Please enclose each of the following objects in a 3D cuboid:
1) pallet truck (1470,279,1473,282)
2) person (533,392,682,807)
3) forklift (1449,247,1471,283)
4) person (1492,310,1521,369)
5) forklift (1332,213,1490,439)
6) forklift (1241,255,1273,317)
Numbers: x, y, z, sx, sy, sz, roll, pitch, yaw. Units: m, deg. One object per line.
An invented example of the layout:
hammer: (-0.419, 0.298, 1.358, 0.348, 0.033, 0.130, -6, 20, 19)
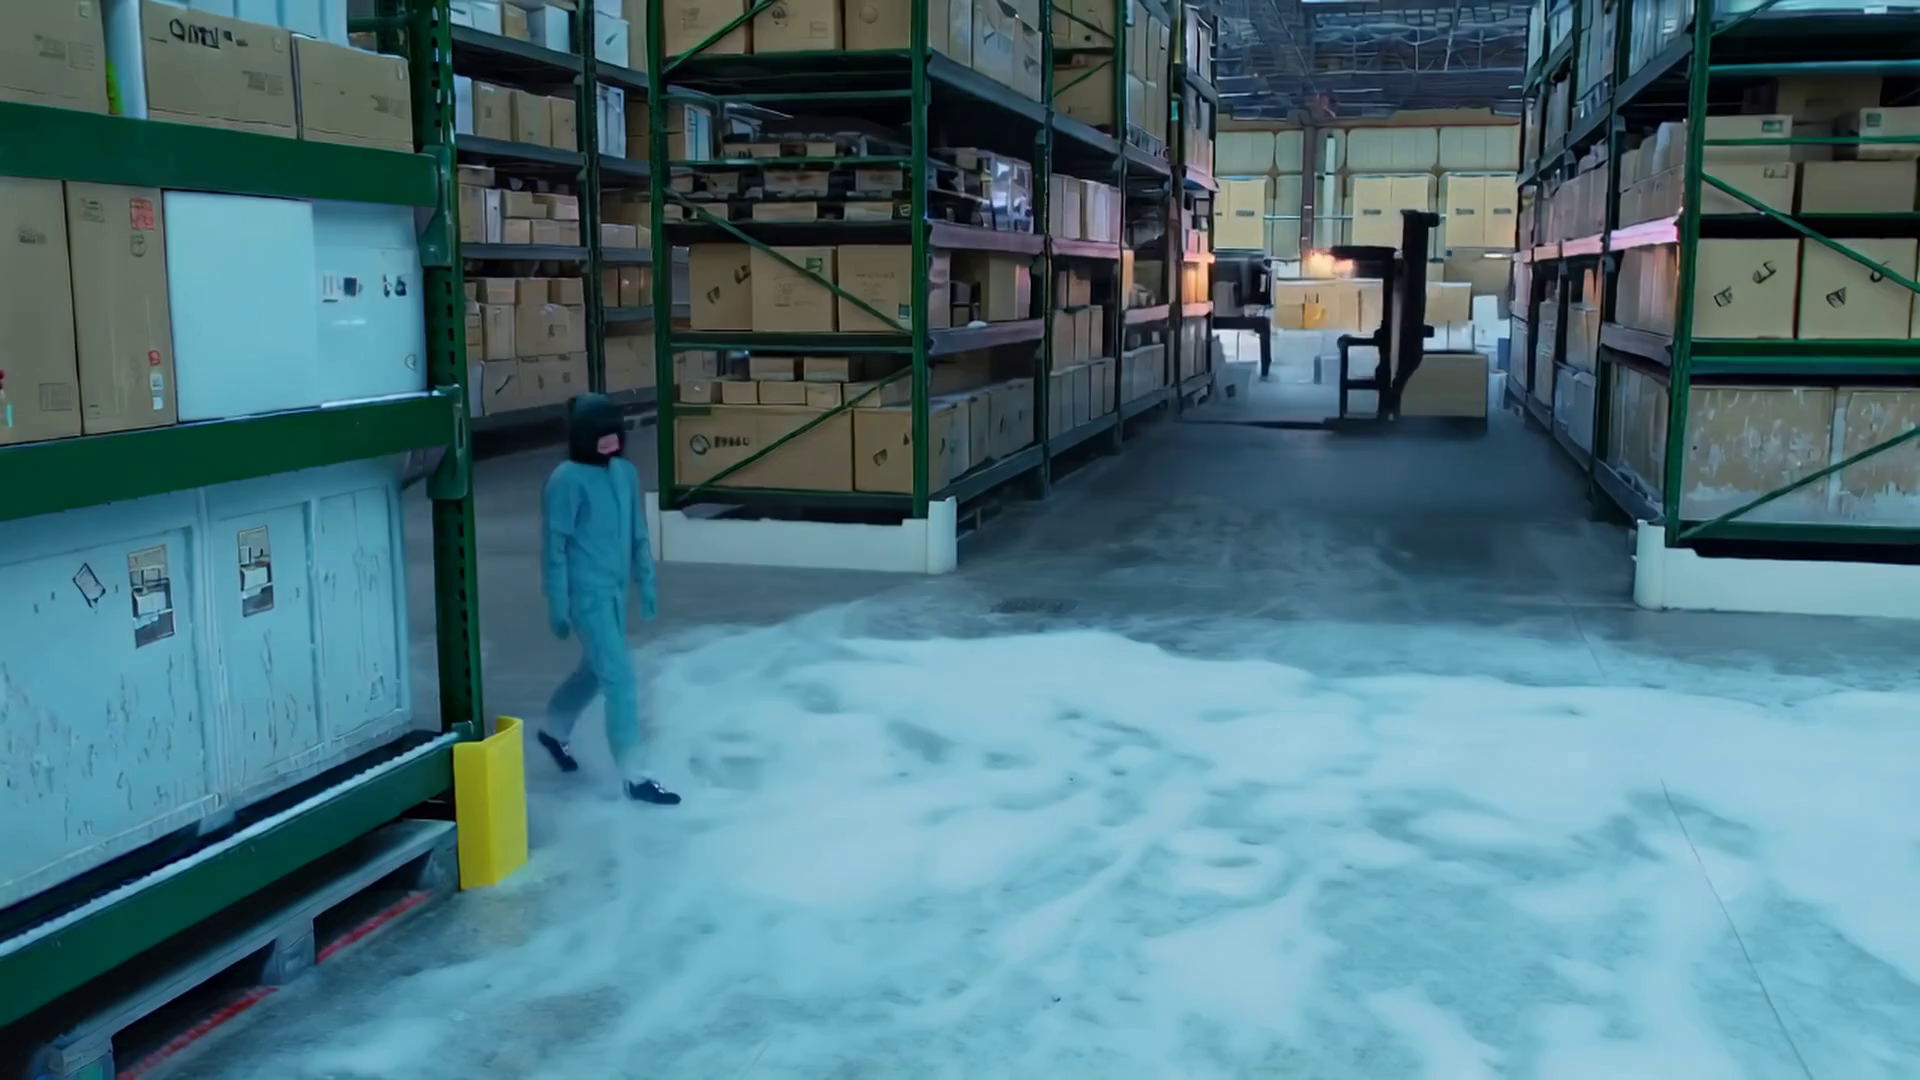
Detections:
pallet truck: (18.896, -8.459, 60.307, 1.885, 1.965, 0.823, 5, 10, 31)
person: (-1.429, 0.210, 6.537, 0.817, 1.593, 0.510, 4, 10, 25)
forklift: (12.944, -6.205, 43.194, 1.873, 2.768, 1.129, 1, 9, 7)
person: (12.057, -4.611, 36.208, 0.995, 1.888, 0.648, 0, 9, -1)
forklift: (5.749, -2.726, 21.090, 1.873, 2.768, 1.129, 2, 9, 15)
forklift: (10.551, -8.662, 58.805, 1.129, 2.768, 1.873, 2, 9, 15)
